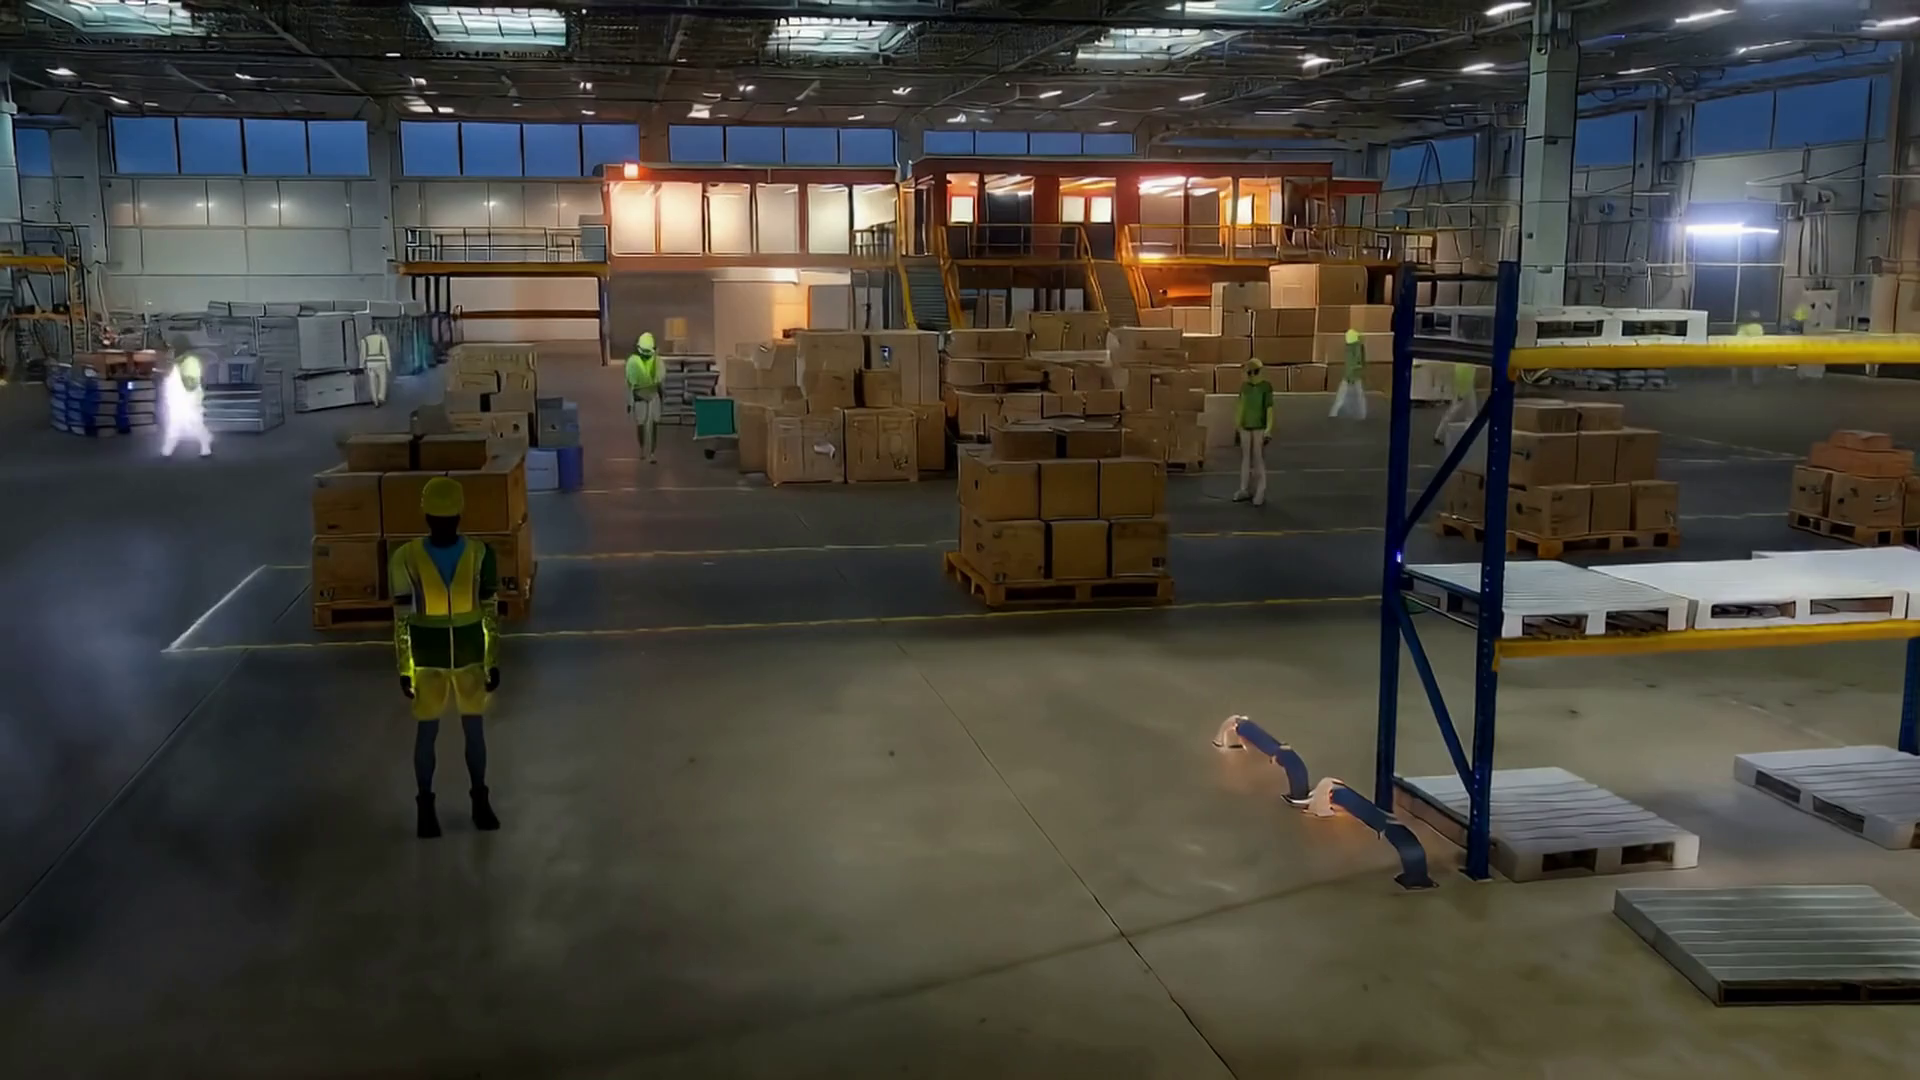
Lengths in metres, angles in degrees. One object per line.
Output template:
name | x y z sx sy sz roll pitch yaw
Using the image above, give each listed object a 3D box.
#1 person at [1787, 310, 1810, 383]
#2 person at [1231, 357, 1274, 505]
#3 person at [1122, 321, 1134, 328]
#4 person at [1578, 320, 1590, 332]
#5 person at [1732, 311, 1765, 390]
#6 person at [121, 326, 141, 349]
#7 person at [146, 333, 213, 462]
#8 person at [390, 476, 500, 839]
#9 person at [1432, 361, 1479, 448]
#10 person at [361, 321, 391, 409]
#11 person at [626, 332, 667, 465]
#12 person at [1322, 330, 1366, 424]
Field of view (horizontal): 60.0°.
person | 21.752 -5.015 43.153 0.706 1.902 0.566 -4 10 -23
person | 3.723 -1.386 21.131 0.518 1.876 0.326 6 11 34
person | 3.489 -3.543 34.170 0.750 1.900 0.622 7 11 35
person | 17.895 -5.721 47.537 0.938 1.885 0.568 7 12 37
person | 19.260 -4.617 40.623 0.934 1.958 0.624 -7 11 -35
person | -17.926 -3.781 36.099 0.535 1.749 0.529 4 10 23
person | -12.023 -2.191 25.531 0.957 2.000 0.702 -7 12 -38
person | -2.691 0.618 8.767 0.542 1.928 0.398 -4 10 -25
person | 8.276 -2.429 27.455 0.649 1.894 1.025 -9 13 -43
person | -12.362 -3.696 35.228 0.615 1.865 0.420 -1 9 -7
person | -4.802 -2.176 25.502 0.623 2.020 0.659 -2 9 -11
person | 7.463 -3.148 32.092 0.915 1.799 0.652 6 11 33
